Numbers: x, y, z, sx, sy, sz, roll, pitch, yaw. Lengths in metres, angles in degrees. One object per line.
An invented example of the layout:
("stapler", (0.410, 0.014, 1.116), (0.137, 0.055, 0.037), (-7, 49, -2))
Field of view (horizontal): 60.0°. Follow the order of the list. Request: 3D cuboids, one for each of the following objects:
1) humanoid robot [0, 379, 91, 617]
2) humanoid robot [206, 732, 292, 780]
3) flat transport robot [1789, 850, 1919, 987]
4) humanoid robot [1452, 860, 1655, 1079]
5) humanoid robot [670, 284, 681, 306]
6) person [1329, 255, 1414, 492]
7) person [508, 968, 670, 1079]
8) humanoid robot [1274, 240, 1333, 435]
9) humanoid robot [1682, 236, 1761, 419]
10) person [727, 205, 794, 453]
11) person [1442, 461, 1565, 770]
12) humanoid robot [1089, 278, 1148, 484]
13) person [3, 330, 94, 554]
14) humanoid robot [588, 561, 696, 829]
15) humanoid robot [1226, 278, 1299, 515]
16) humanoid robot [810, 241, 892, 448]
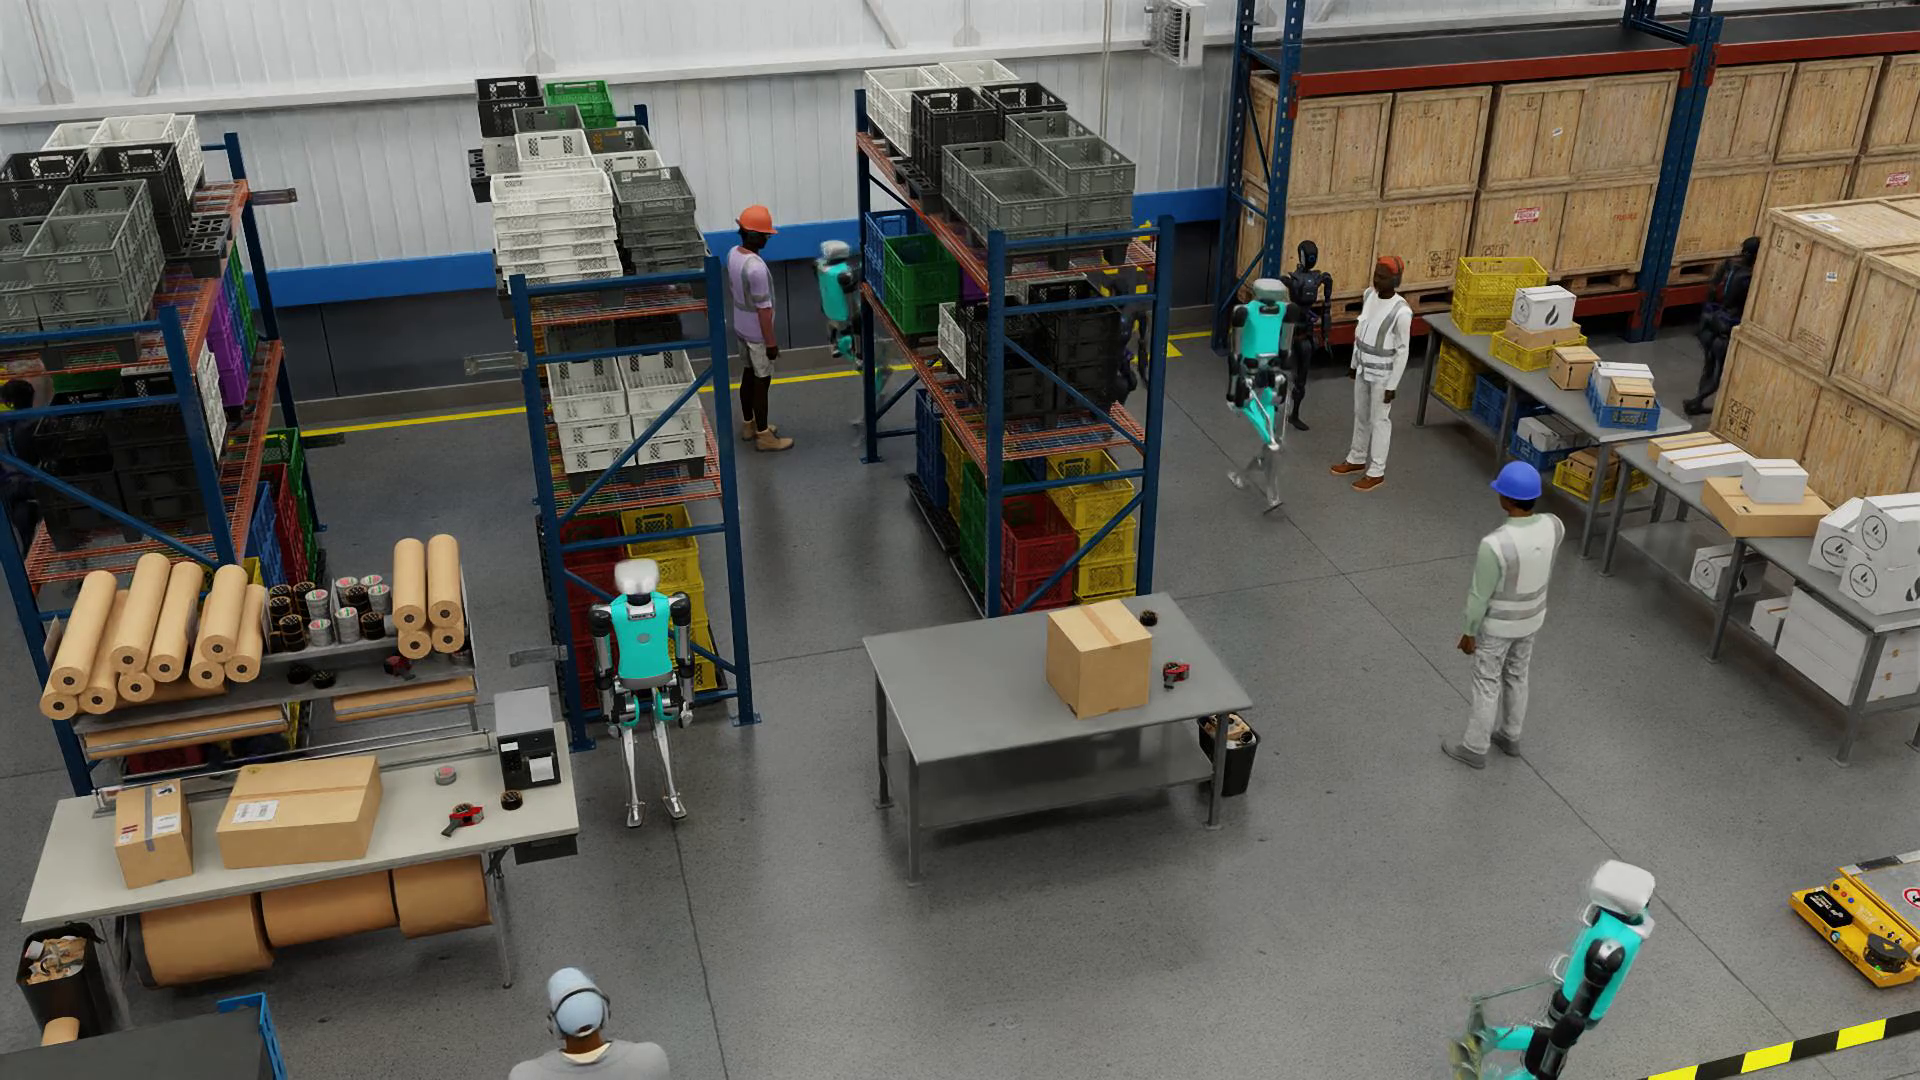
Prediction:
("humanoid robot", (-6.308, -0.299, 11.316), (0.611, 1.628, 0.734), (3, 29, 5))
("humanoid robot", (-3.704, 1.168, 8.588), (0.588, 1.639, 0.615), (6, 29, 11))
("flat transport robot", (5.163, 1.916, 8.676), (1.431, 0.231, 0.659), (-8, 30, -14))
("humanoid robot", (2.352, 2.056, 6.997), (0.797, 1.865, 0.548), (18, 33, 29))
("humanoid robot", (-2.551, -1.389, 13.255), (0.747, 1.858, 0.574), (-12, 31, -21))
("person", (3.194, -1.291, 12.832), (0.350, 1.884, 0.582), (-11, 31, -19))
("person", (-1.336, 2.347, 6.247), (0.588, 1.852, 0.371), (-7, 30, -13))
("humanoid robot", (2.792, -1.676, 13.733), (0.599, 1.657, 0.315), (-8, 30, -14))
("humanoid robot", (6.331, -1.765, 13.924), (0.527, 1.637, 0.608), (-9, 30, -15))
("person", (-1.623, -1.700, 13.425), (0.387, 2.033, 0.604), (-15, 32, -25))
("person", (3.143, 0.441, 9.630), (0.609, 1.941, 0.412), (-15, 32, -25))
("humanoid robot", (1.237, -1.274, 13.033), (0.599, 1.636, 0.681), (-11, 31, -19))
("person", (-6.521, -0.756, 11.796), (0.633, 1.935, 0.493), (14, 32, 23))
("humanoid robot", (-1.729, 0.771, 9.098), (0.533, 1.675, 0.735), (-8, 30, -14))
("humanoid robot", (2.372, -1.013, 12.522), (0.545, 1.774, 1.019), (-8, 30, -15))
("humanoid robot", (-0.773, -1.627, 13.604), (0.833, 1.772, 0.545), (-19, 34, -31))
